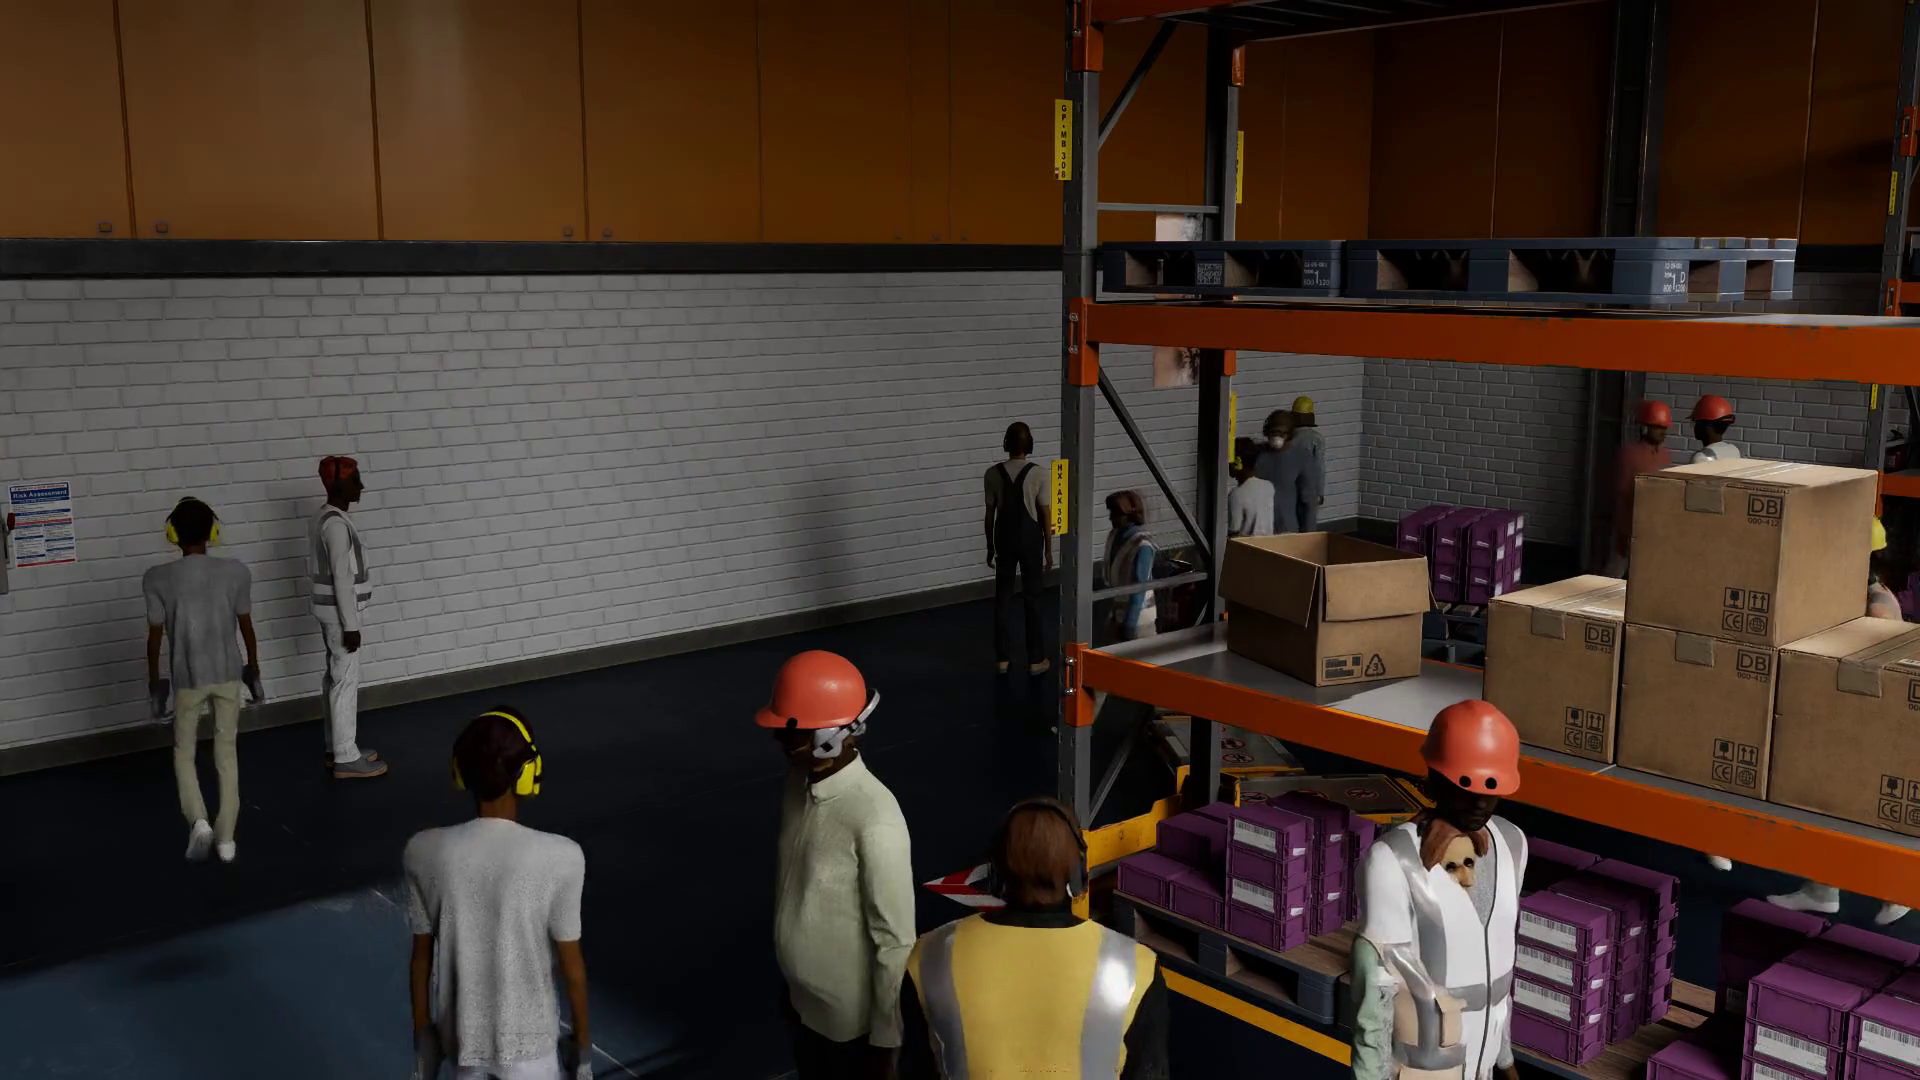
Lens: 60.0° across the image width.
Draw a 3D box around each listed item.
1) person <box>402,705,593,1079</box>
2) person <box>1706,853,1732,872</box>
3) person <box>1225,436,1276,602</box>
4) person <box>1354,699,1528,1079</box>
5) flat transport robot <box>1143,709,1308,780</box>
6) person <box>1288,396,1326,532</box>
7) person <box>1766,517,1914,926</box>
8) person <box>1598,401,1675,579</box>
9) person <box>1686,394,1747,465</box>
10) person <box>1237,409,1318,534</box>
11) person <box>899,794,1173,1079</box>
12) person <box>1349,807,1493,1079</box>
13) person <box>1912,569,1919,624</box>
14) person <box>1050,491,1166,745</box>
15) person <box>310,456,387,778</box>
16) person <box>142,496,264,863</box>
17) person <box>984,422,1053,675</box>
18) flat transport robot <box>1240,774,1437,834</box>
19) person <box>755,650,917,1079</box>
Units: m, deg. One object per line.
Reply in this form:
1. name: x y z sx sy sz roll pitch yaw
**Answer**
1. person: -1.239 1.369 4.427 0.510 1.856 0.553 0 10 3
2. person: 3.921 0.699 8.238 0.606 1.884 0.617 0 10 -1
3. person: 1.920 0.225 11.123 0.426 1.844 0.542 8 12 38
4. person: 1.262 1.345 4.314 0.547 1.934 0.376 -6 11 -30
5. flat transport robot: 1.524 1.256 9.699 0.652 0.197 1.431 -1 10 -5
6. person: 3.164 -0.470 15.500 0.493 1.743 0.295 5 11 27
7. person: 4.058 0.812 7.504 0.557 1.909 0.601 4 11 23
8. person: 5.217 -0.107 12.816 0.648 1.944 1.039 -5 11 -27
9. person: 5.383 -0.028 12.031 0.605 2.045 0.379 -7 12 -37
10. person: 2.435 -0.062 12.649 0.645 1.911 0.867 7 12 37
11. person: 0.196 1.476 3.884 0.663 1.816 0.842 3 10 15
12. person: 1.205 1.488 4.333 0.514 1.642 0.310 -6 12 -33
13. person: 4.721 0.724 7.951 0.629 1.935 0.371 -9 13 -41
14. person: 0.950 0.498 10.232 0.803 1.598 0.528 -4 10 -22
15. person: -3.609 0.444 9.735 0.338 1.882 0.583 -5 11 -27
16. person: -3.737 0.711 8.272 0.528 1.857 0.439 -5 11 -28
17. person: 0.427 0.063 12.083 0.504 1.847 0.344 3 10 16
18. flat transport robot: 1.888 1.425 8.708 1.431 0.197 0.652 -1 10 -5
19. person: -0.345 1.271 4.582 0.392 1.991 0.613 -6 11 -30
